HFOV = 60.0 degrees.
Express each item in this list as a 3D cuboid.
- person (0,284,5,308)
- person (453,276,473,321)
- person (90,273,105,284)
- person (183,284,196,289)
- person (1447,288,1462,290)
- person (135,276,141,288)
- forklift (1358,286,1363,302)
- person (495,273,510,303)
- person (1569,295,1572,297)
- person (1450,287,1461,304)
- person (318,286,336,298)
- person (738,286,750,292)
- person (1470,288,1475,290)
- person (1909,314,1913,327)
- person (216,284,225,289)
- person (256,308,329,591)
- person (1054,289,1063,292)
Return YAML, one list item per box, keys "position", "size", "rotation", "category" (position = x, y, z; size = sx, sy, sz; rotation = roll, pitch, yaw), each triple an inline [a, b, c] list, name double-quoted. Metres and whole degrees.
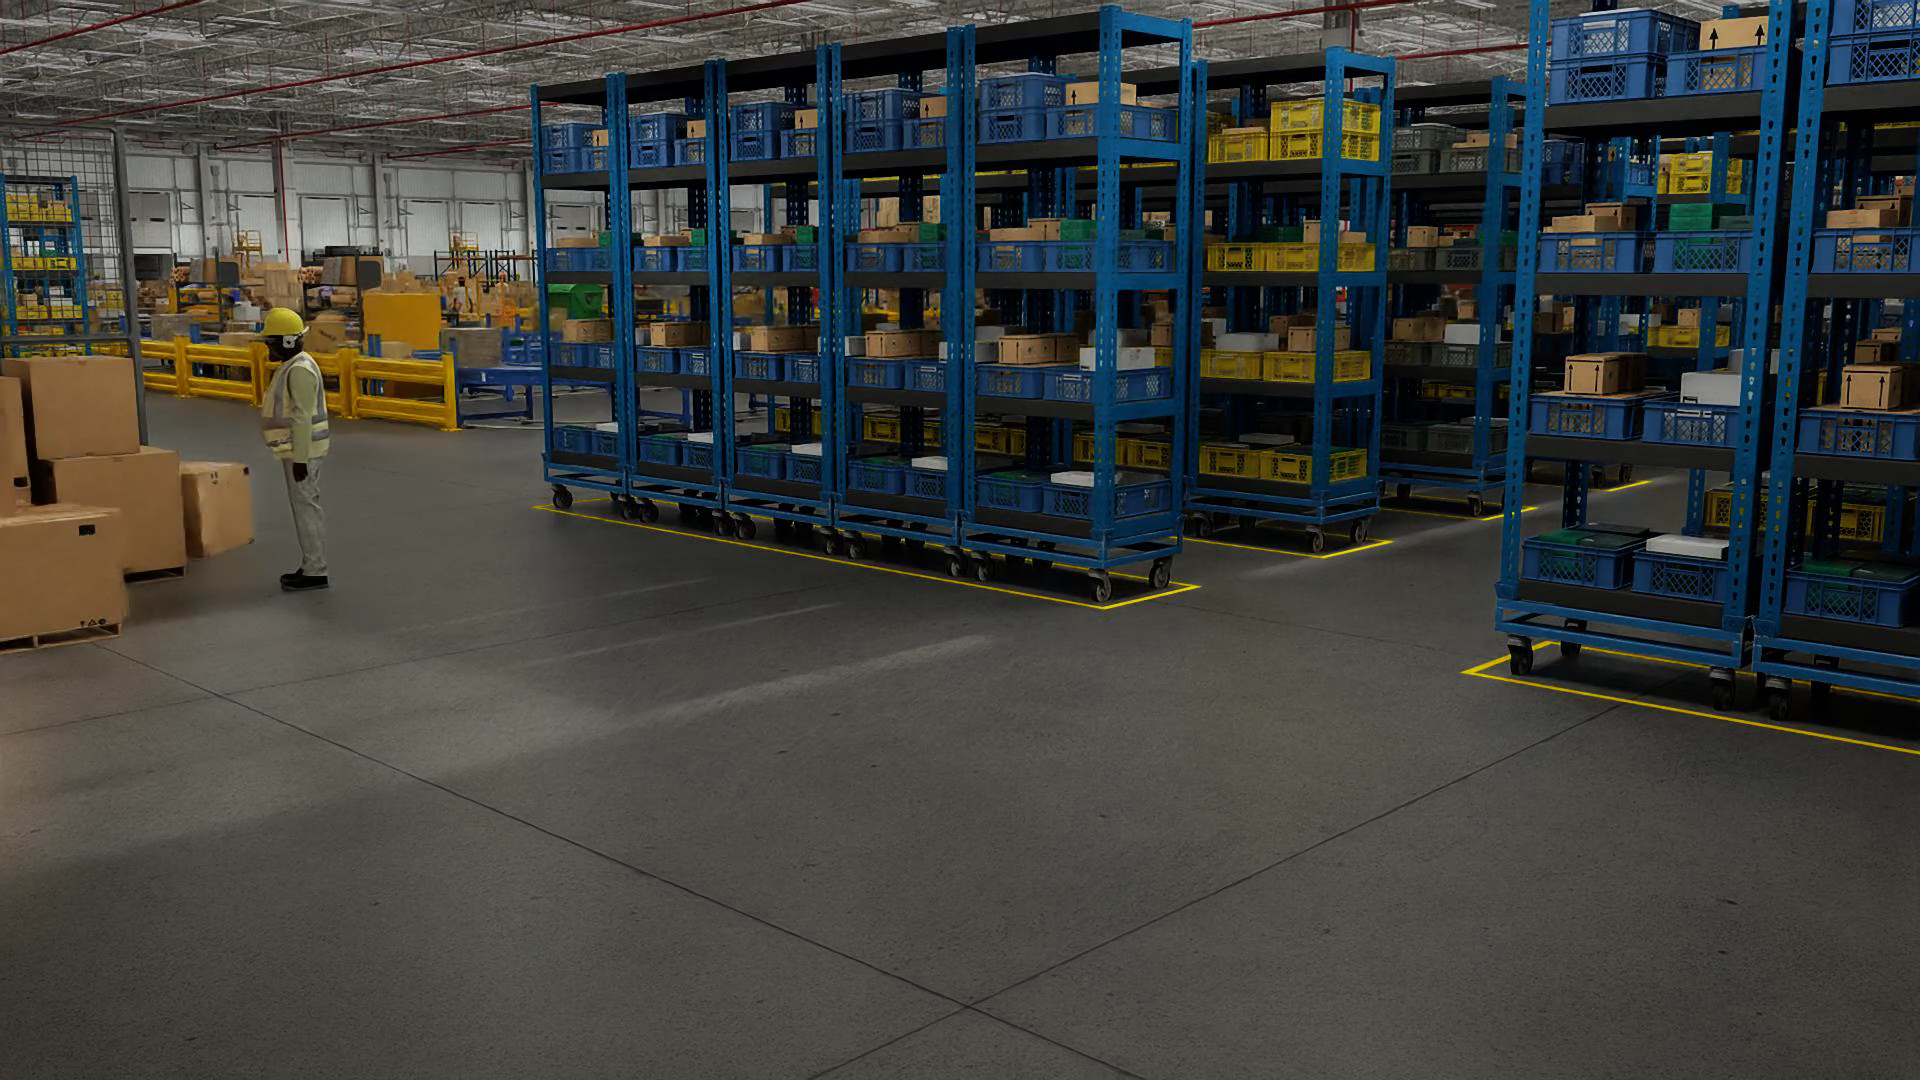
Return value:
- position: [-36.544, -9.090, 62.977]
  size: [0.661, 1.794, 0.935]
  rotation: [-1, 9, -5]
  category: "person"
- position: [-13.445, -6.190, 44.992]
  size: [0.532, 1.869, 0.311]
  rotation: [-4, 10, -21]
  category: "person"
- position: [-36.161, -10.261, 69.834]
  size: [0.628, 1.910, 0.523]
  rotation: [-7, 12, -36]
  category: "person"
- position: [-31.244, -9.838, 67.459]
  size: [0.652, 1.829, 0.488]
  rotation: [5, 11, 30]
  category: "person"
- position: [17.759, -8.614, 59.751]
  size: [0.399, 1.905, 0.643]
  rotation: [-8, 12, -41]
  category: "person"
- position: [-34.071, -10.043, 68.539]
  size: [0.632, 1.901, 0.981]
  rotation: [2, 9, 10]
  category: "person"
- position: [11.100, -7.017, 46.970]
  size: [1.873, 2.768, 1.129]
  rotation: [9, 13, 43]
  category: "forklift"
- position: [-15.395, -8.038, 56.097]
  size: [0.545, 1.942, 0.353]
  rotation: [4, 10, 23]
  category: "person"
- position: [11.082, -3.714, 29.809]
  size: [0.885, 1.866, 0.684]
  rotation: [-2, 9, -11]
  category: "person"
- position: [13.687, -6.230, 46.139]
  size: [0.501, 1.584, 0.900]
  rotation: [-6, 11, -34]
  category: "person"
- position: [-24.013, -9.234, 63.103]
  size: [0.614, 2.047, 0.357]
  rotation: [-2, 10, -15]
  category: "person"
- position: [-8.988, -10.162, 69.046]
  size: [0.601, 1.967, 0.369]
  rotation: [6, 11, 33]
  category: "person"
- position: [21.788, -10.327, 70.005]
  size: [0.626, 1.995, 1.069]
  rotation: [7, 12, 38]
  category: "person"
- position: [11.242, -2.022, 19.491]
  size: [0.378, 1.848, 0.570]
  rotation: [2, 9, 12]
  category: "person"
- position: [-20.833, -6.458, 46.996]
  size: [0.394, 1.739, 0.539]
  rotation: [0, 9, -2]
  category: "person"
- position: [-4.298, -0.582, 10.761]
  size: [0.404, 1.824, 0.586]
  rotation: [-5, 11, -29]
  category: "person"
- position: [3.062, -7.444, 52.828]
  size: [0.614, 1.815, 0.451]
  rotation: [-9, 13, -42]
  category: "person"
